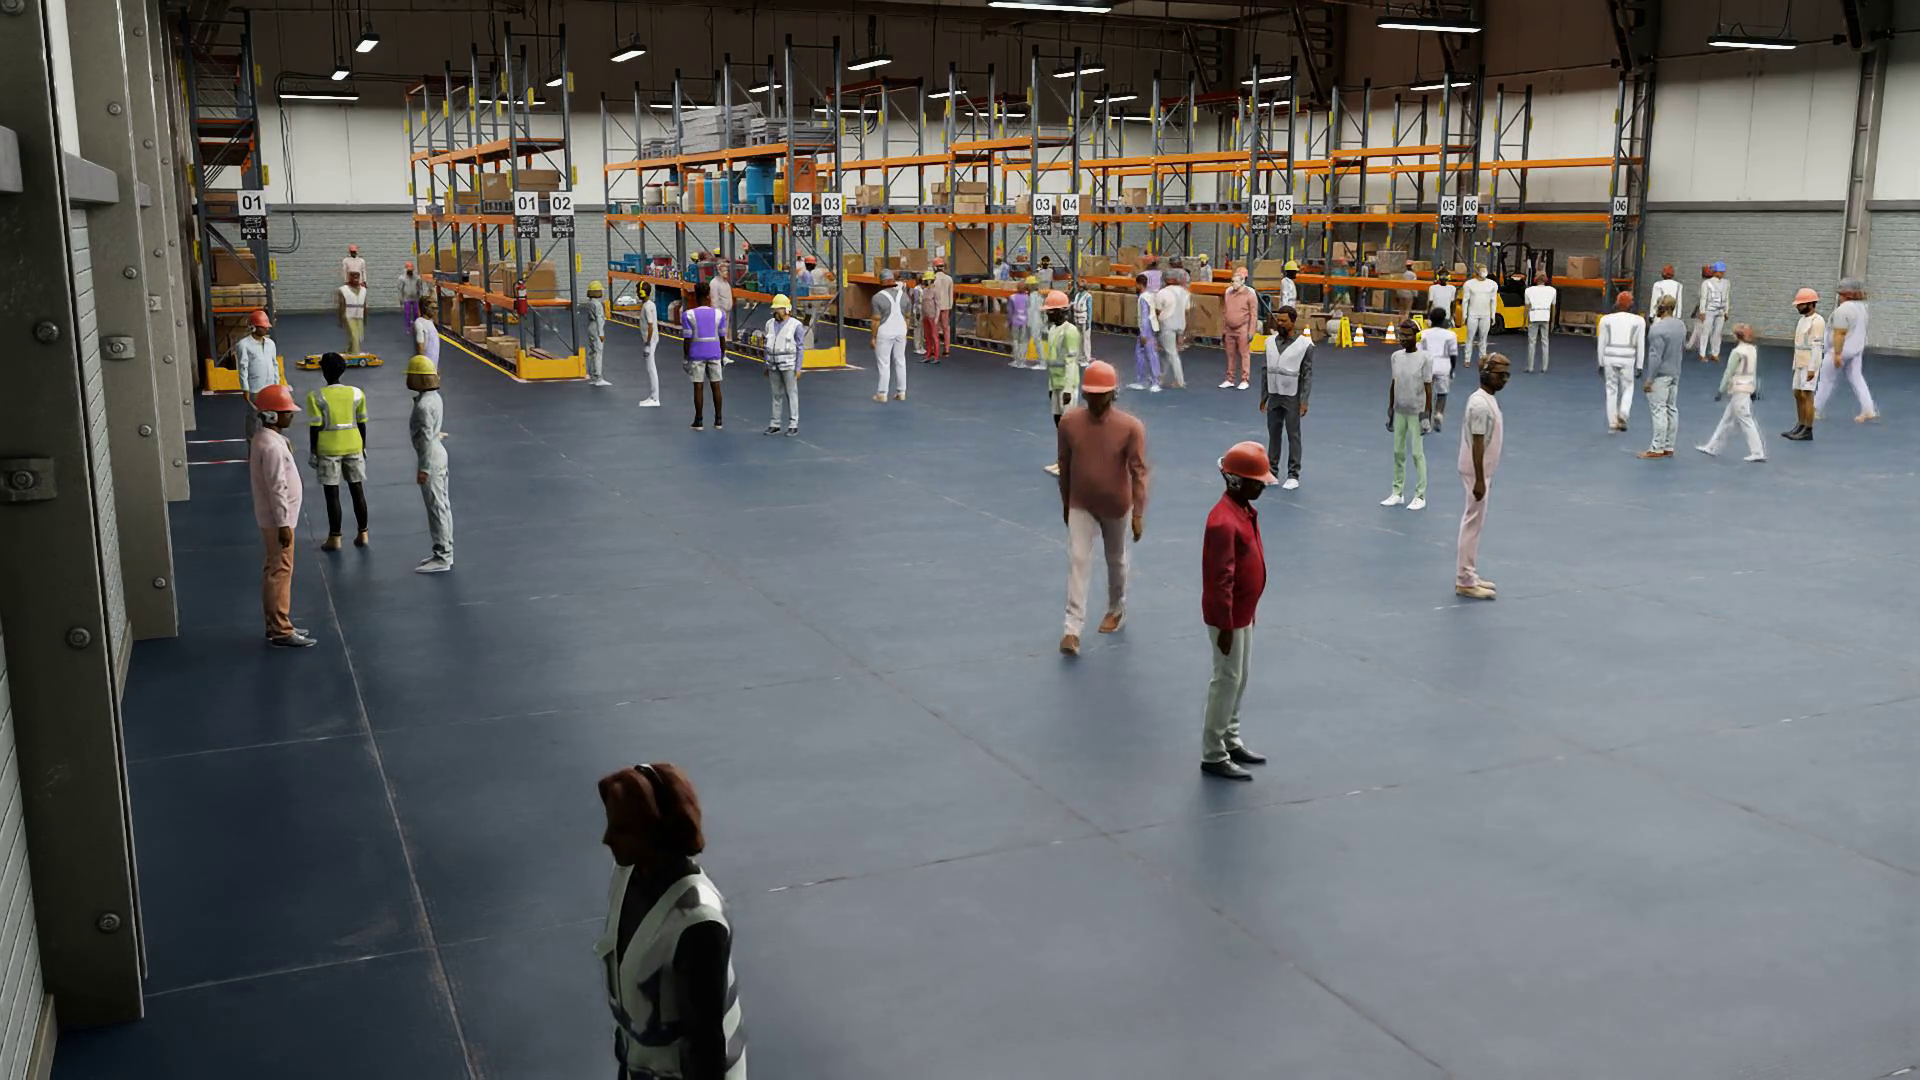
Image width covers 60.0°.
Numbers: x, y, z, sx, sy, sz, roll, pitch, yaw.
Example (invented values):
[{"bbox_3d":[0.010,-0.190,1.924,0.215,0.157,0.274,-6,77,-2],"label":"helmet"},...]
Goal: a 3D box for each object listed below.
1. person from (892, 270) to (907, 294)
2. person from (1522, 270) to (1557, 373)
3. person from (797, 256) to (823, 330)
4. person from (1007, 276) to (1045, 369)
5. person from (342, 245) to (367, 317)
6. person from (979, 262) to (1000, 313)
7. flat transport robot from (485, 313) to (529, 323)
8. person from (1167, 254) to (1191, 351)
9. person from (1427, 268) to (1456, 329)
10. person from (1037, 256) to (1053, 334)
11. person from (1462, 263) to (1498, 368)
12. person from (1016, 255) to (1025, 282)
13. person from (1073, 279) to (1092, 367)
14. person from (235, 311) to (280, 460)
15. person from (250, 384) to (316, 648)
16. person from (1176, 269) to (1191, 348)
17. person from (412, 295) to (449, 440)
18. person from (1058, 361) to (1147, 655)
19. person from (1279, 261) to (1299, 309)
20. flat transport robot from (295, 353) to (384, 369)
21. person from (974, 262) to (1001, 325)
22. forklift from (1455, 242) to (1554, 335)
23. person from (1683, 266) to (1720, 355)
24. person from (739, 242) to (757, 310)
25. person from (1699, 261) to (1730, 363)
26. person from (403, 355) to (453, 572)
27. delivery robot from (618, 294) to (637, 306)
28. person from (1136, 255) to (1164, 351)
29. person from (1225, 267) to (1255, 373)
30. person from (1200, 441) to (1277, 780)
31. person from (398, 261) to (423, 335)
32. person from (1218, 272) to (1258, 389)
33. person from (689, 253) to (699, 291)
[{"bbox_3d":[-1.398,-5.082,36.386,0.513,1.638,0.309,-5,12,-23],"label":"person"},{"bbox_3d":[10.436,-3.925,29.977,0.572,1.843,0.373,1,11,3],"label":"person"},{"bbox_3d":[-3.540,-5.752,39.199,0.661,1.886,0.752,-6,13,-27],"label":"person"},{"bbox_3d":[1.218,-3.995,30.641,0.798,1.709,0.508,0,11,2],"label":"person"},{"bbox_3d":[-16.685,-7.126,45.859,0.615,1.996,0.378,-6,13,-29],"label":"person"},{"bbox_3d":[0.696,-5.674,38.687,0.622,1.907,0.460,-6,13,-28],"label":"person"},{"bbox_3d":[-11.882,-5.819,43.617,0.652,0.197,1.431,-8,14,-35],"label":"flat transport robot"},{"bbox_3d":[4.470,-4.956,34.719,0.685,2.000,0.535,-10,15,-42],"label":"person"},{"bbox_3d":[8.882,-4.077,30.687,0.517,1.873,0.334,0,11,1],"label":"person"},{"bbox_3d":[2.030,-5.859,39.764,0.521,1.864,0.335,-6,13,-27],"label":"person"},{"bbox_3d":[9.676,-4.177,31.015,0.635,1.939,0.359,2,11,8],"label":"person"},{"bbox_3d":[1.819,-7.679,49.626,0.302,1.624,0.499,0,11,-2],"label":"person"},{"bbox_3d":[2.313,-4.092,31.351,0.309,1.640,0.514,-6,13,-29],"label":"person"},{"bbox_3d":[-8.166,-1.803,19.451,0.351,1.743,0.563,5,12,23],"label":"person"},{"bbox_3d":[-4.521,-0.163,11.090,0.341,1.749,0.572,-6,13,-28],"label":"person"},{"bbox_3d":[4.754,-4.934,35.511,0.321,1.686,0.539,-2,11,-11],"label":"person"},{"bbox_3d":[-6.742,-2.178,21.110,0.342,1.843,0.507,0,11,-2],"label":"person"},{"bbox_3d":[0.943,-0.237,11.047,0.635,1.920,1.131,3,12,17],"label":"person"},{"bbox_3d":[6.498,-4.541,32.898,0.366,1.927,0.585,4,12,20],"label":"person"},{"bbox_3d":[-11.622,-3.367,31.155,1.431,0.197,0.652,-9,14,-38],"label":"flat transport robot"},{"bbox_3d":[0.780,-6.328,42.165,0.953,1.860,0.636,8,14,37],"label":"person"},{"bbox_3d":[13.047,-6.049,39.881,2.313,2.155,1.214,-5,12,-23],"label":"forklift"},{"bbox_3d":[15.105,-4.673,33.894,0.951,1.800,0.574,8,13,34],"label":"person"},{"bbox_3d":[-6.289,-7.862,49.516,0.613,2.033,0.411,3,12,15],"label":"person"},{"bbox_3d":[14.581,-4.400,32.127,0.618,1.945,0.394,-2,11,-12],"label":"person"},{"bbox_3d":[-4.293,-0.615,13.413,0.298,1.745,0.484,-1,11,-6],"label":"person"},{"bbox_3d":[-9.557,-6.827,47.777,0.477,0.478,0.707,-6,13,-29],"label":"delivery robot"},{"bbox_3d":[4.005,-4.920,34.644,0.661,2.004,0.424,-5,12,-22],"label":"person"},{"bbox_3d":[4.952,-3.857,29.441,0.541,1.928,0.398,4,12,21],"label":"person"},{"bbox_3d":[1.420,0.354,8.496,0.354,1.738,0.577,4,12,21],"label":"person"},{"bbox_3d":[-12.989,-5.723,39.356,0.573,1.750,0.340,-7,13,-31],"label":"person"},{"bbox_3d":[4.551,-3.424,27.275,0.399,1.909,0.642,-10,15,-42],"label":"person"},{"bbox_3d":[-7.459,-7.210,46.901,0.340,1.757,0.518,7,13,31],"label":"person"}]
